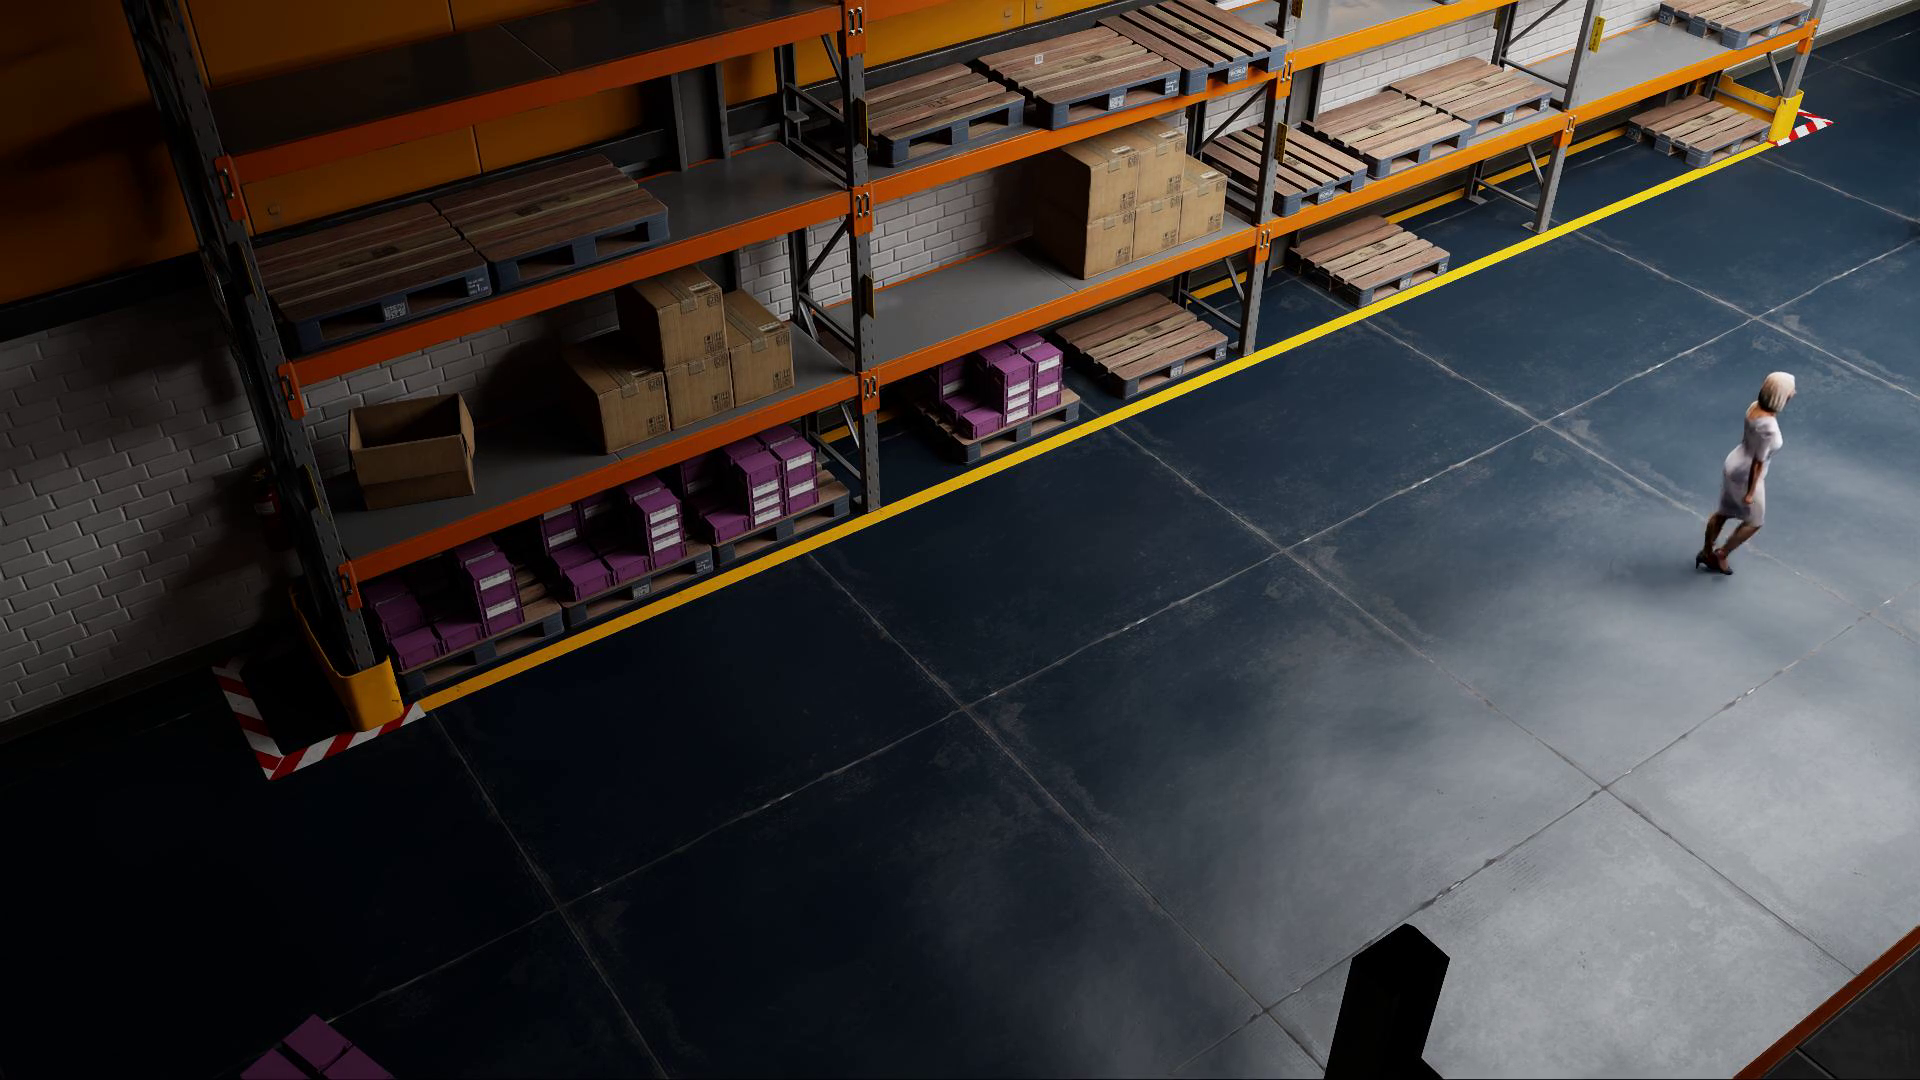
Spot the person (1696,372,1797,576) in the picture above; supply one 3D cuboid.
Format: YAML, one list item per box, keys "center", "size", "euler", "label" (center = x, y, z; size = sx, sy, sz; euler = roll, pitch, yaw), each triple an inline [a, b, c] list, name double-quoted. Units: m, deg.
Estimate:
- center: [5.610, -0.461, 12.055]
  size: [0.725, 1.741, 0.681]
  euler: [2, 39, 2]
  label: "person"
